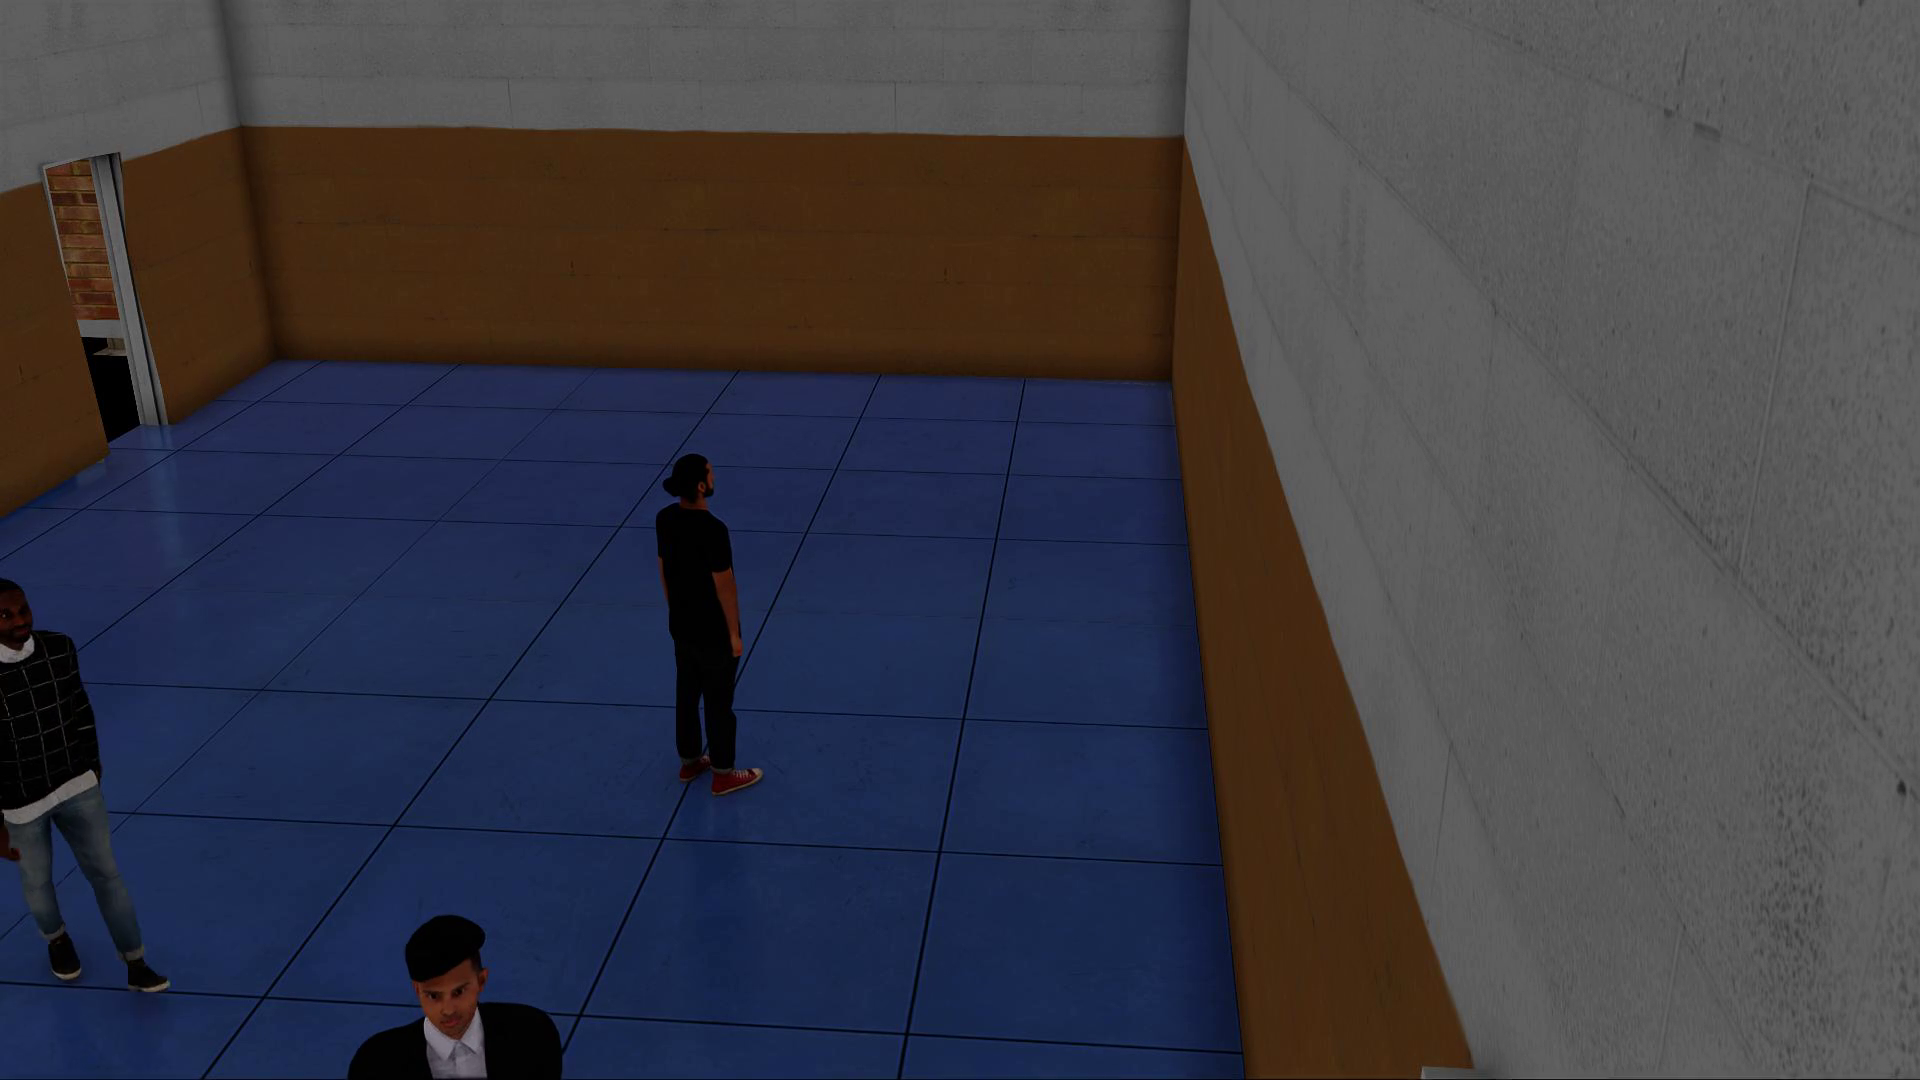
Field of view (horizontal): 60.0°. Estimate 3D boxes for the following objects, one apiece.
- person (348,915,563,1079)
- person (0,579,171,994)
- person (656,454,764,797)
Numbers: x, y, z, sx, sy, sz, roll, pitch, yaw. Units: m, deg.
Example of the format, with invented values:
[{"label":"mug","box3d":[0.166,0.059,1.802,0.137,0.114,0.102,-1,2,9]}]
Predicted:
[{"label":"person","box3d":[-1.306,1.815,4.499,0.667,1.883,0.833,-8,23,-18]},{"label":"person","box3d":[-3.735,0.987,6.685,1.148,1.790,1.055,20,29,41]},{"label":"person","box3d":[-1.264,0.414,8.153,0.691,1.759,0.787,16,27,34]}]
